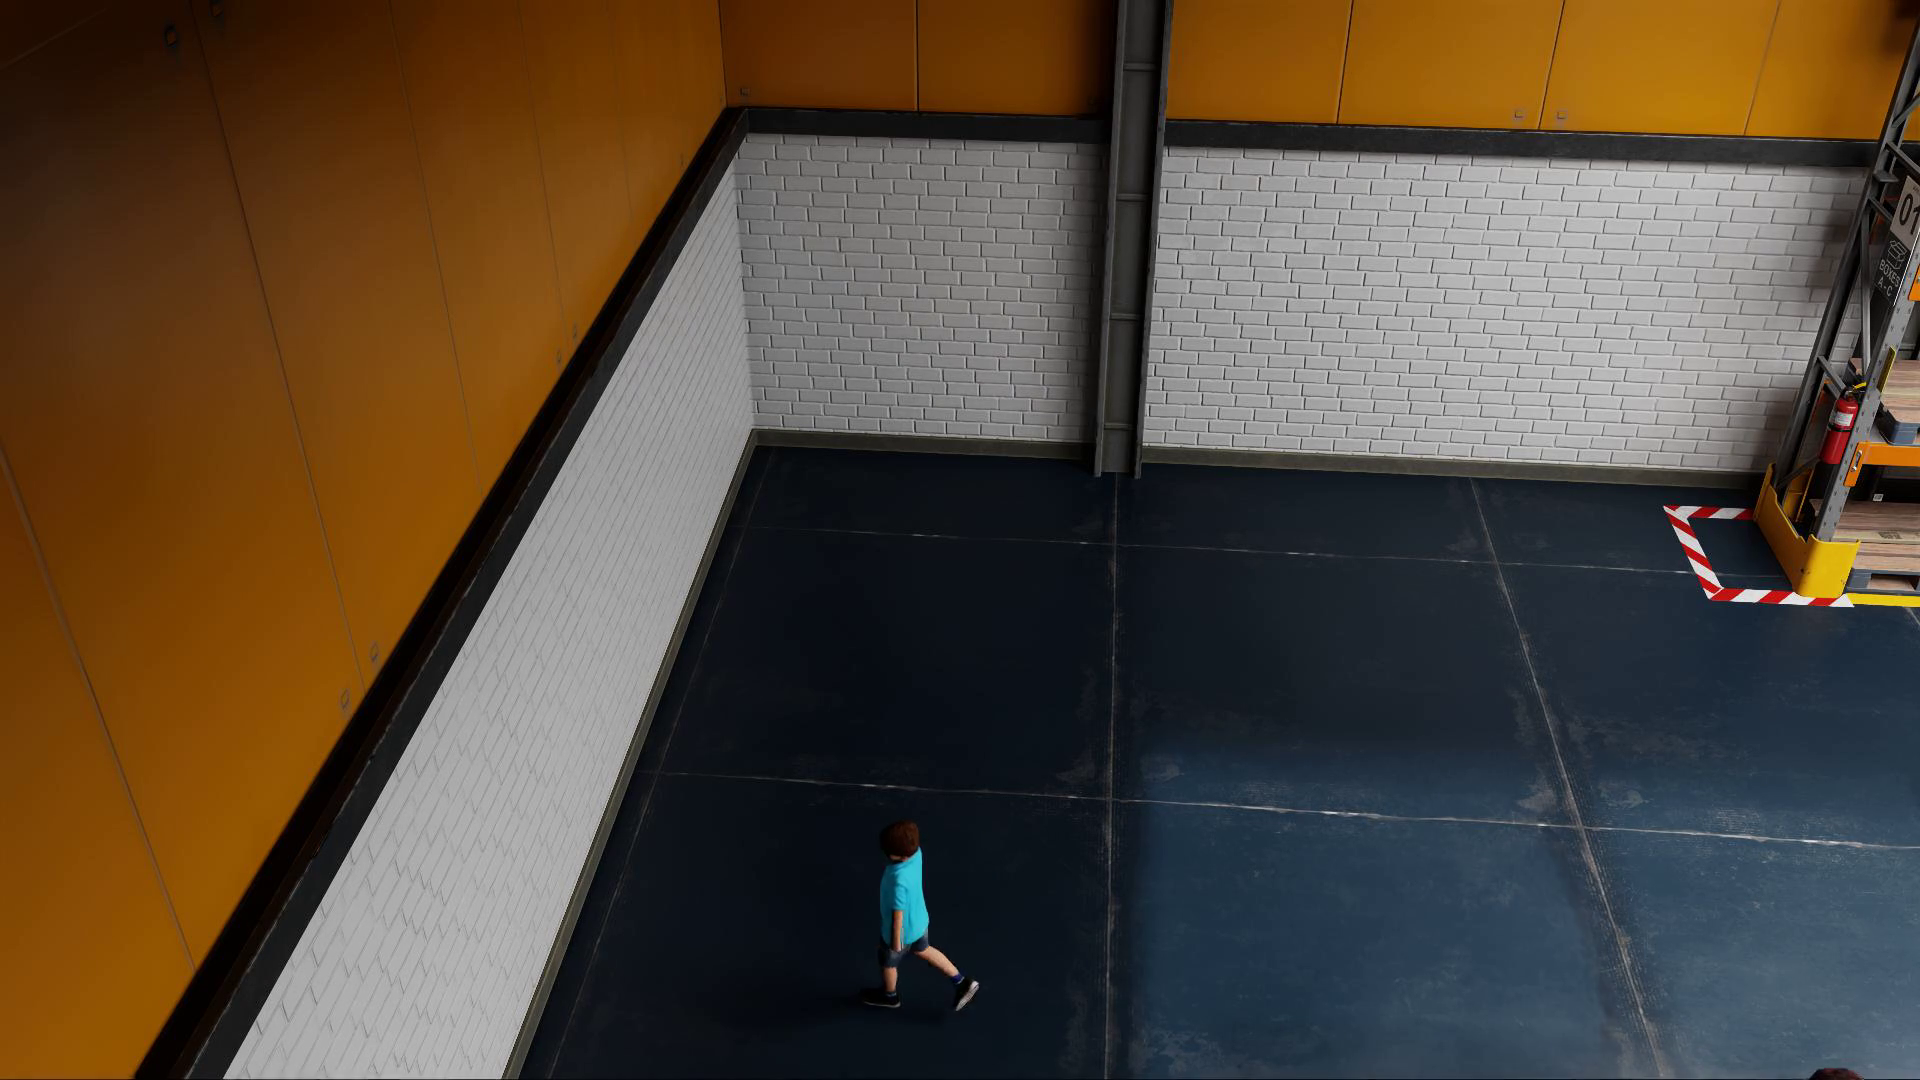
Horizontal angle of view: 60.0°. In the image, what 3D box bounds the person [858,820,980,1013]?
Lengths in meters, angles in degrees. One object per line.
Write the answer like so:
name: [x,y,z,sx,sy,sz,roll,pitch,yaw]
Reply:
person: [-0.228,2.062,8.979,0.952,1.424,0.671,11,35,15]
